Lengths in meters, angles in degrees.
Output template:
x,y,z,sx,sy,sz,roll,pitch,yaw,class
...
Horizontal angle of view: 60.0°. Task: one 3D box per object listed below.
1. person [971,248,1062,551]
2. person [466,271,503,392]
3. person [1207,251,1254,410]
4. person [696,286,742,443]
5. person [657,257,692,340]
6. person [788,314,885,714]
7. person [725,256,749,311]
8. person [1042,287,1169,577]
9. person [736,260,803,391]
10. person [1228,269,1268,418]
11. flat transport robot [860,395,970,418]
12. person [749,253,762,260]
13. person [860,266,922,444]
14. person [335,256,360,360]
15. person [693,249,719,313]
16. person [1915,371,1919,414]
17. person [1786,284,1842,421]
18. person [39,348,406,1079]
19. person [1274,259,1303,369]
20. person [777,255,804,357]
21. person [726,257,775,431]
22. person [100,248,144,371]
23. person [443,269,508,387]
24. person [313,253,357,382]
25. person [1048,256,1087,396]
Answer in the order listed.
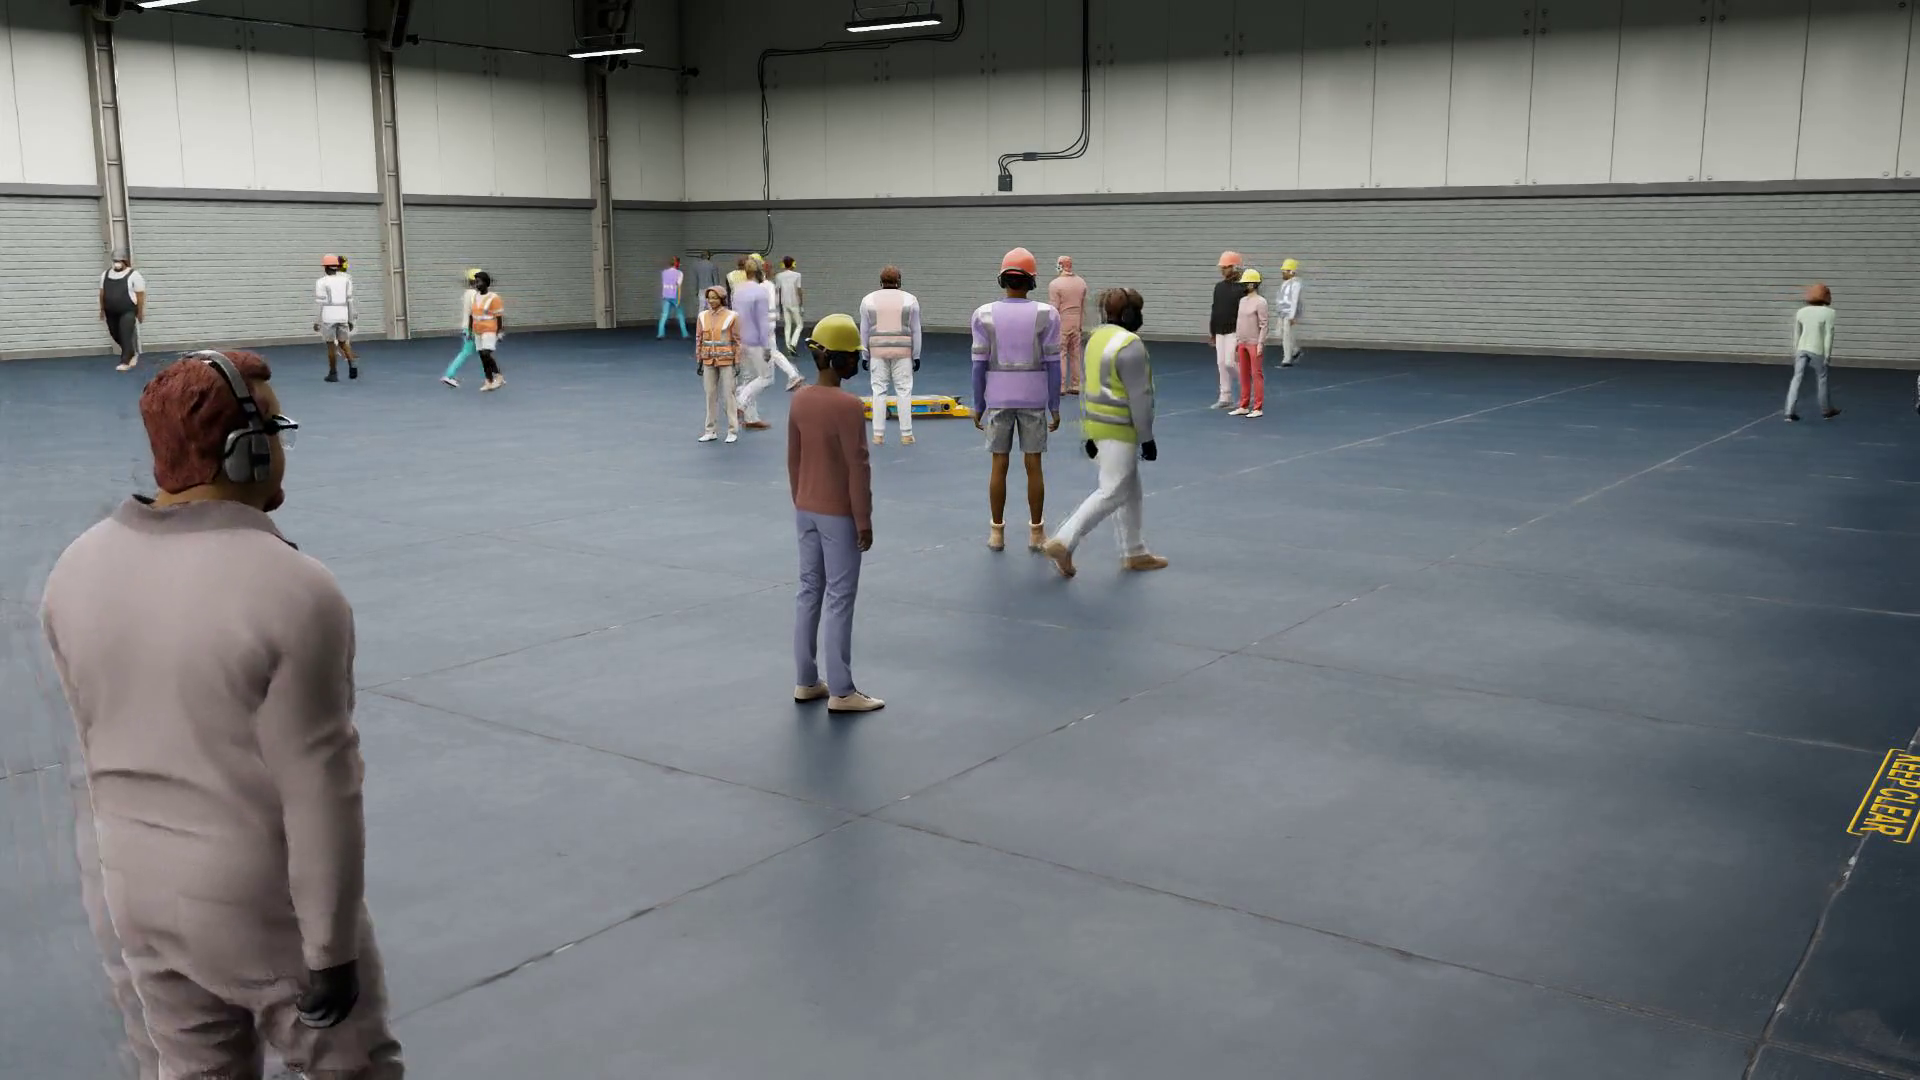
x,y,z,sx,sy,sz,roll,pitch,yaw,class
0.384,-0.937,11.232,0.611,2.043,0.375,1,10,6,person
-6.655,-2.903,23.240,0.543,1.679,0.372,6,12,30,person
3.371,-2.606,20.751,0.471,1.977,0.627,-6,12,-30,person
-2.519,-1.832,17.379,0.523,1.636,0.309,4,11,19,person
-6.177,-5.178,35.707,0.574,1.798,0.965,5,11,26,person
-0.554,-0.117,7.416,0.325,1.767,0.533,-8,13,-39,person
-3.905,-4.206,30.107,0.636,1.842,0.429,2,10,11,person
0.916,-0.667,10.379,0.848,1.813,0.627,-3,10,-14,person
-2.686,-2.987,23.292,0.935,1.854,0.581,3,10,15,person
3.466,-2.349,19.912,0.315,1.770,0.524,-5,11,-27,person
-0.643,-1.604,19.929,1.431,0.197,0.652,-2,10,-12,flat transport robot
-3.903,-4.463,31.381,0.889,1.899,0.585,-8,13,-39,person
-0.713,-1.905,17.218,0.635,1.842,0.429,0,10,2,person
-10.982,-4.124,29.605,0.548,1.855,0.579,6,12,31,person
-5.925,-5.822,38.903,0.627,1.934,0.372,2,10,13,person
8.102,-1.144,13.564,0.518,1.627,0.480,8,13,40,person
10.031,-2.189,19.502,0.842,1.585,0.519,-6,12,-32,person
-1.275,0.619,2.917,0.640,1.898,0.463,4,11,22,person
5.467,-3.748,27.604,0.455,1.817,0.597,-2,10,-11,person
-3.078,-4.273,30.453,0.555,1.851,0.403,4,11,20,person
-2.328,-2.144,18.328,0.519,1.921,0.637,-7,12,-36,person
-13.794,-3.827,27.428,0.681,2.000,0.892,1,10,6,person
-7.084,-3.071,24.102,0.935,1.713,0.507,-5,11,-27,person
-9.350,-3.312,24.866,0.519,1.928,0.570,8,13,38,person
1.428,-2.924,22.756,0.641,1.905,0.410,-8,13,-39,person
